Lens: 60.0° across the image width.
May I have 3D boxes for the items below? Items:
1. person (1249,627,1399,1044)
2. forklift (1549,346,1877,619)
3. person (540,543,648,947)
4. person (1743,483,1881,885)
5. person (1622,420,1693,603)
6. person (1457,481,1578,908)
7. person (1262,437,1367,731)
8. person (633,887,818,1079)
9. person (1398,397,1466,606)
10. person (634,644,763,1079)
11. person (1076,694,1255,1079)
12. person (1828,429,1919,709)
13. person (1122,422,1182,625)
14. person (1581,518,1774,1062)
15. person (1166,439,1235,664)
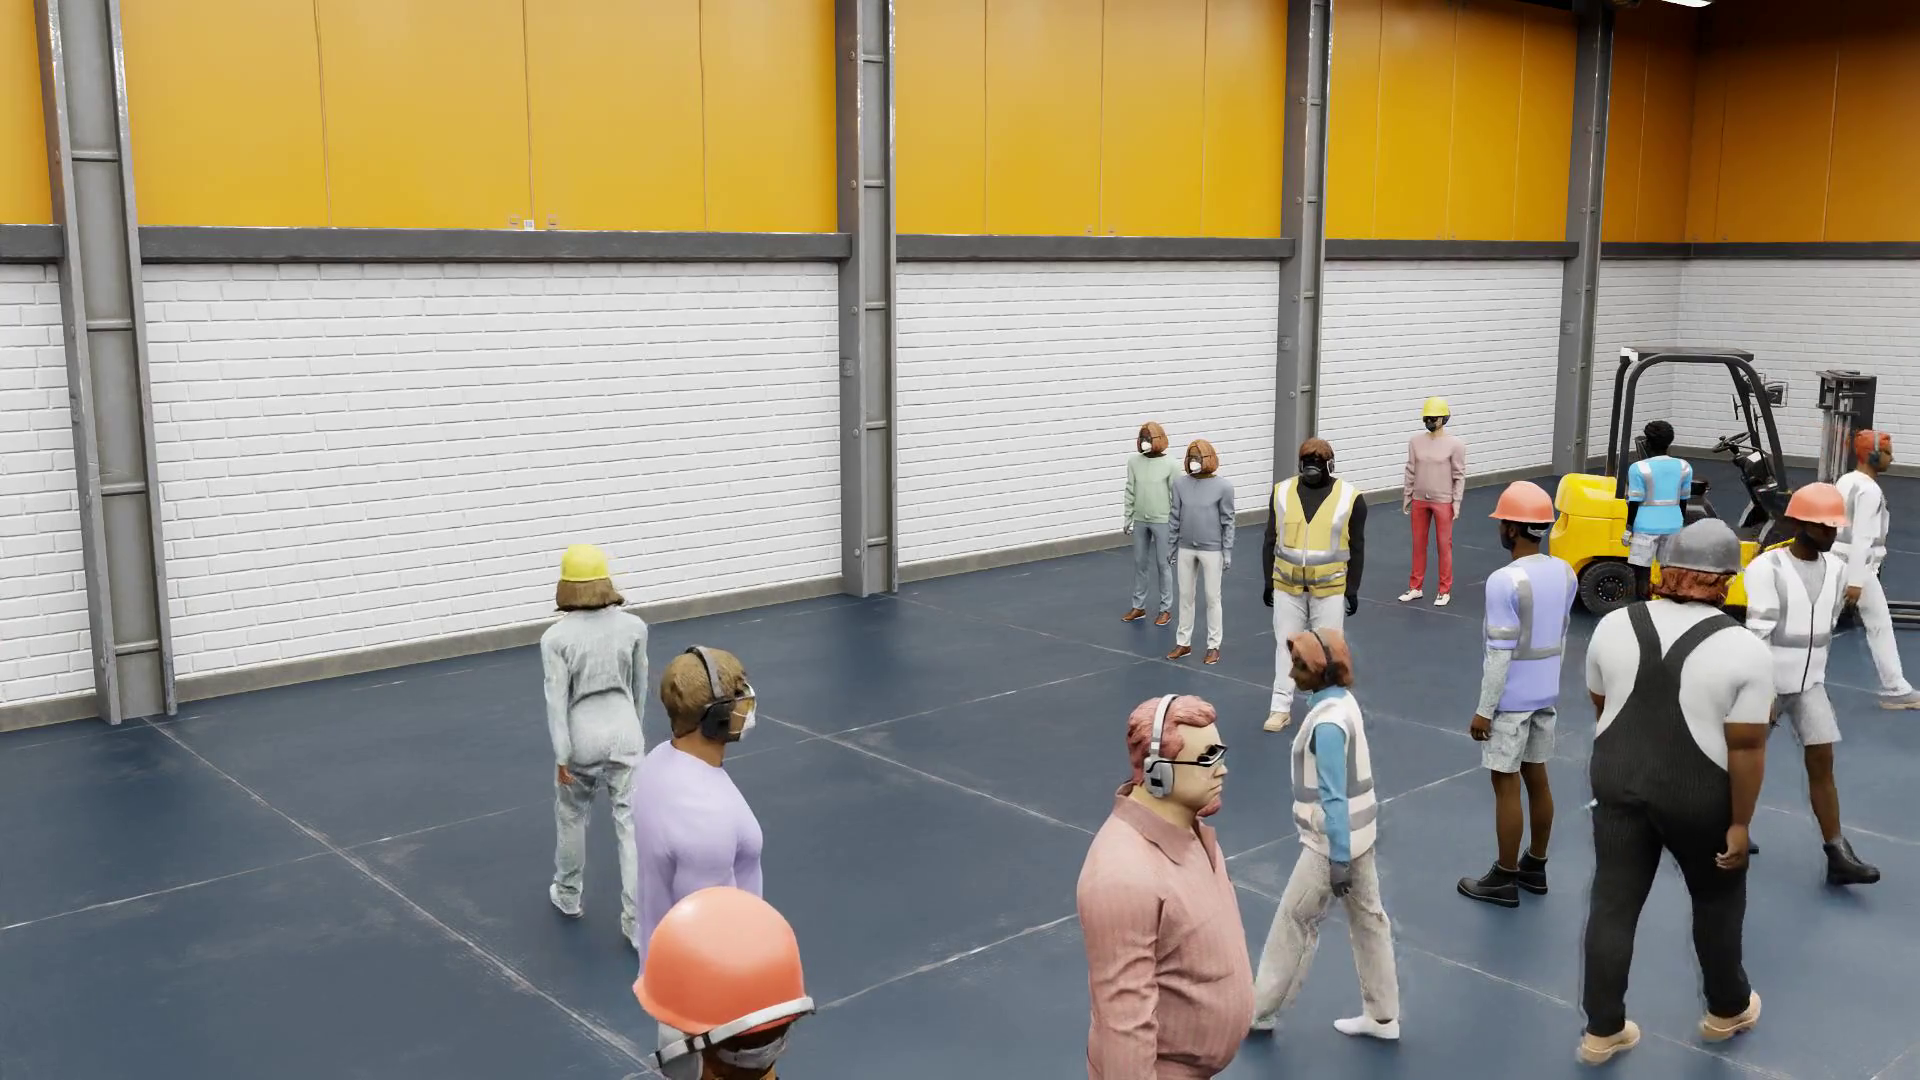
[{"bbox_3d":[1.288,1.098,6.173,0.793,1.592,0.571,4,10,20],"label":"person"},{"bbox_3d":[6.109,-0.478,13.691,2.313,2.155,1.214,3,10,16],"label":"forklift"},{"bbox_3d":[-1.585,0.866,7.237,0.487,1.711,0.848,-5,11,-27],"label":"person"},{"bbox_3d":[3.966,0.665,7.902,0.557,1.884,0.978,-2,10,-11],"label":"person"},{"bbox_3d":[5.349,-0.076,12.801,0.532,1.693,0.319,-2,10,-12],"label":"person"},{"bbox_3d":[2.523,0.698,7.558,0.542,1.938,0.358,-7,12,-36],"label":"person"},{"bbox_3d":[2.157,0.288,10.233,0.621,1.845,0.429,4,11,23],"label":"person"},{"bbox_3d":[-0.344,1.511,2.633,0.610,1.993,0.384,-9,13,-42],"label":"person"},{"bbox_3d":[3.988,-0.327,14.057,0.533,1.768,0.310,9,13,41],"label":"person"},{"bbox_3d":[-0.671,1.228,4.447,0.364,1.939,0.636,-4,10,-20],"label":"person"},{"bbox_3d":[0.510,1.308,4.071,0.406,1.911,0.639,3,10,18],"label":"person"},{"bbox_3d":[5.847,0.192,10.834,0.979,1.832,0.598,2,10,9],"label":"person"},{"bbox_3d":[1.538,-0.135,13.318,0.503,1.632,0.271,7,12,36],"label":"person"},{"bbox_3d":[2.673,0.884,6.162,0.925,2.000,0.698,-9,13,-43],"label":"person"},{"bbox_3d":[1.736,0.081,12.054,0.508,1.632,0.265,6,11,32],"label":"person"}]
